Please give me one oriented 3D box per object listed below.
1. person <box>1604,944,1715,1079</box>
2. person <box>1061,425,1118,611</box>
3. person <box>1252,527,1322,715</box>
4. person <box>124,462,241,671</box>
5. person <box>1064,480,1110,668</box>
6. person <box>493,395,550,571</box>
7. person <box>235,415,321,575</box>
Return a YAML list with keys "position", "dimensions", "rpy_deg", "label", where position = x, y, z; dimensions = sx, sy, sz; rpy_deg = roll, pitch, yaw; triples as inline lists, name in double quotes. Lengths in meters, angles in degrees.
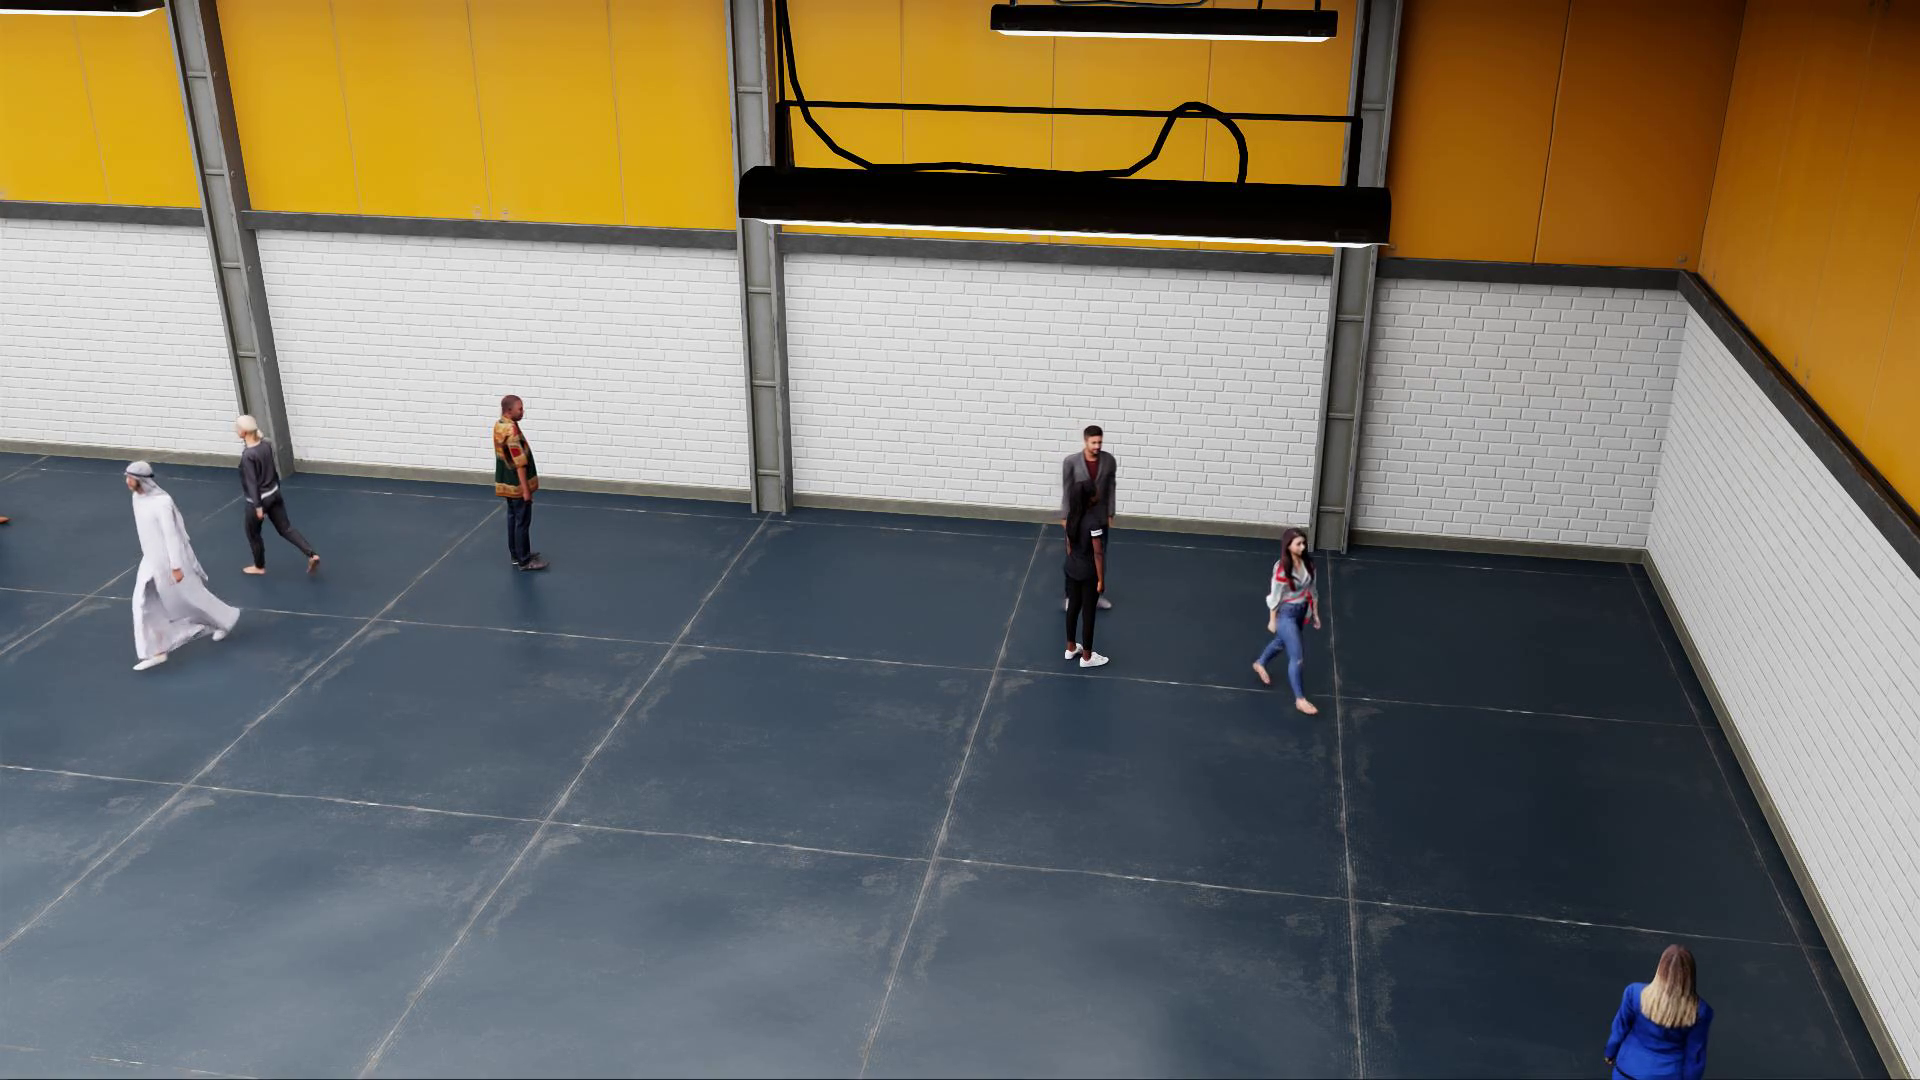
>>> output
- position: [3.639, 2.925, 8.807]
  dimensions: [1.097, 1.656, 0.872]
  rpy_deg: [11, 26, 23]
  label: "person"
- position: [1.193, -0.218, 15.731]
  dimensions: [0.662, 1.870, 0.823]
  rpy_deg: [-4, 24, -10]
  label: "person"
- position: [2.770, 0.626, 14.169]
  dimensions: [1.073, 1.575, 1.124]
  rpy_deg: [-15, 28, -30]
  label: "person"
- position: [-6.984, 0.166, 14.835]
  dimensions: [1.304, 1.883, 1.087]
  rpy_deg: [14, 27, 29]
  label: "person"
- position: [1.106, 0.281, 14.748]
  dimensions: [0.765, 1.742, 0.707]
  rpy_deg: [-15, 28, -31]
  label: "person"
- position: [-4.450, -0.583, 16.644]
  dimensions: [0.863, 1.806, 0.822]
  rpy_deg: [-12, 26, -25]
  label: "person"
- position: [-6.778, -0.405, 16.377]
  dimensions: [1.077, 1.694, 0.654]
  rpy_deg: [6, 24, 14]
  label: "person"
